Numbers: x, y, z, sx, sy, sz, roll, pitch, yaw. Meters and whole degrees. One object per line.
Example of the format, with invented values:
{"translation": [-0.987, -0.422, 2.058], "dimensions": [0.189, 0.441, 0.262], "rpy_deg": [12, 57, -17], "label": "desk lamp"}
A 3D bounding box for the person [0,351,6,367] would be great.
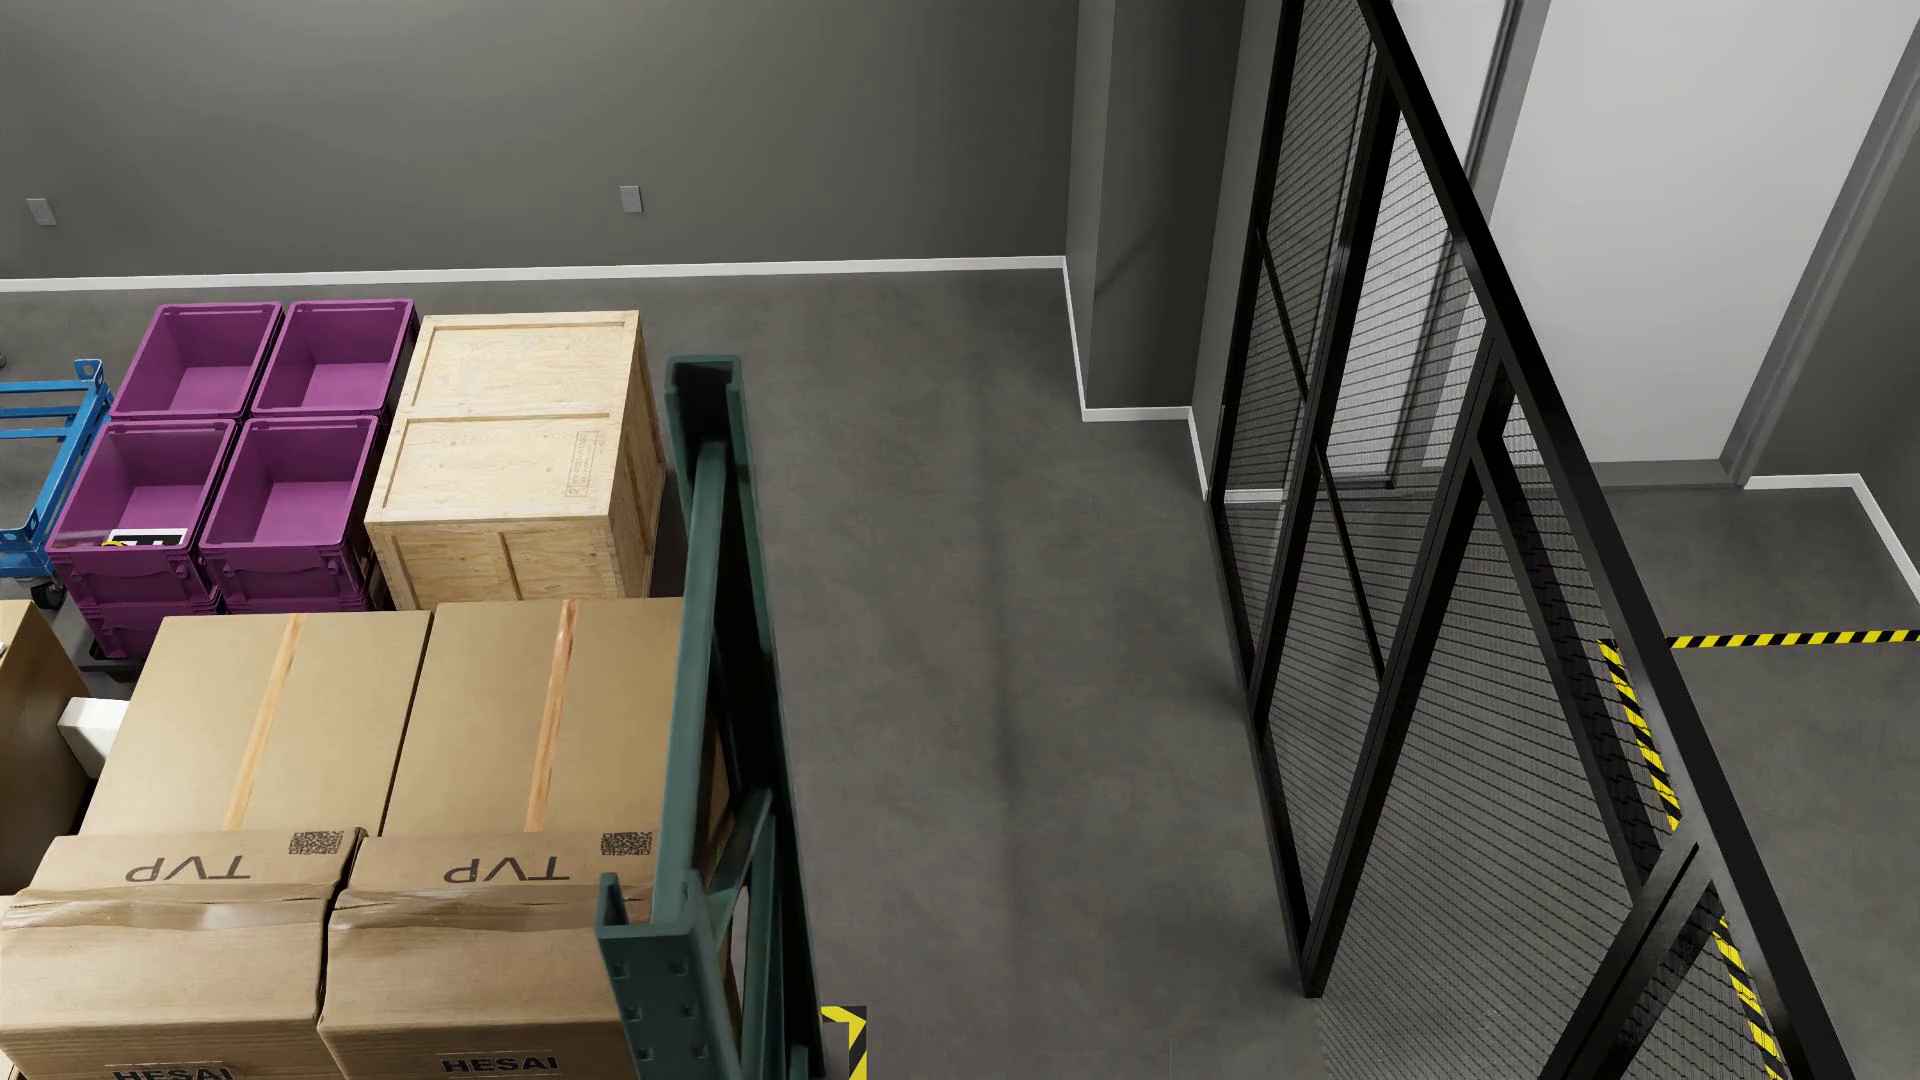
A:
{"translation": [-4.026, -1.270, 5.969], "dimensions": [0.353, 1.937, 0.635], "rpy_deg": [-3, 46, -3], "label": "person"}
